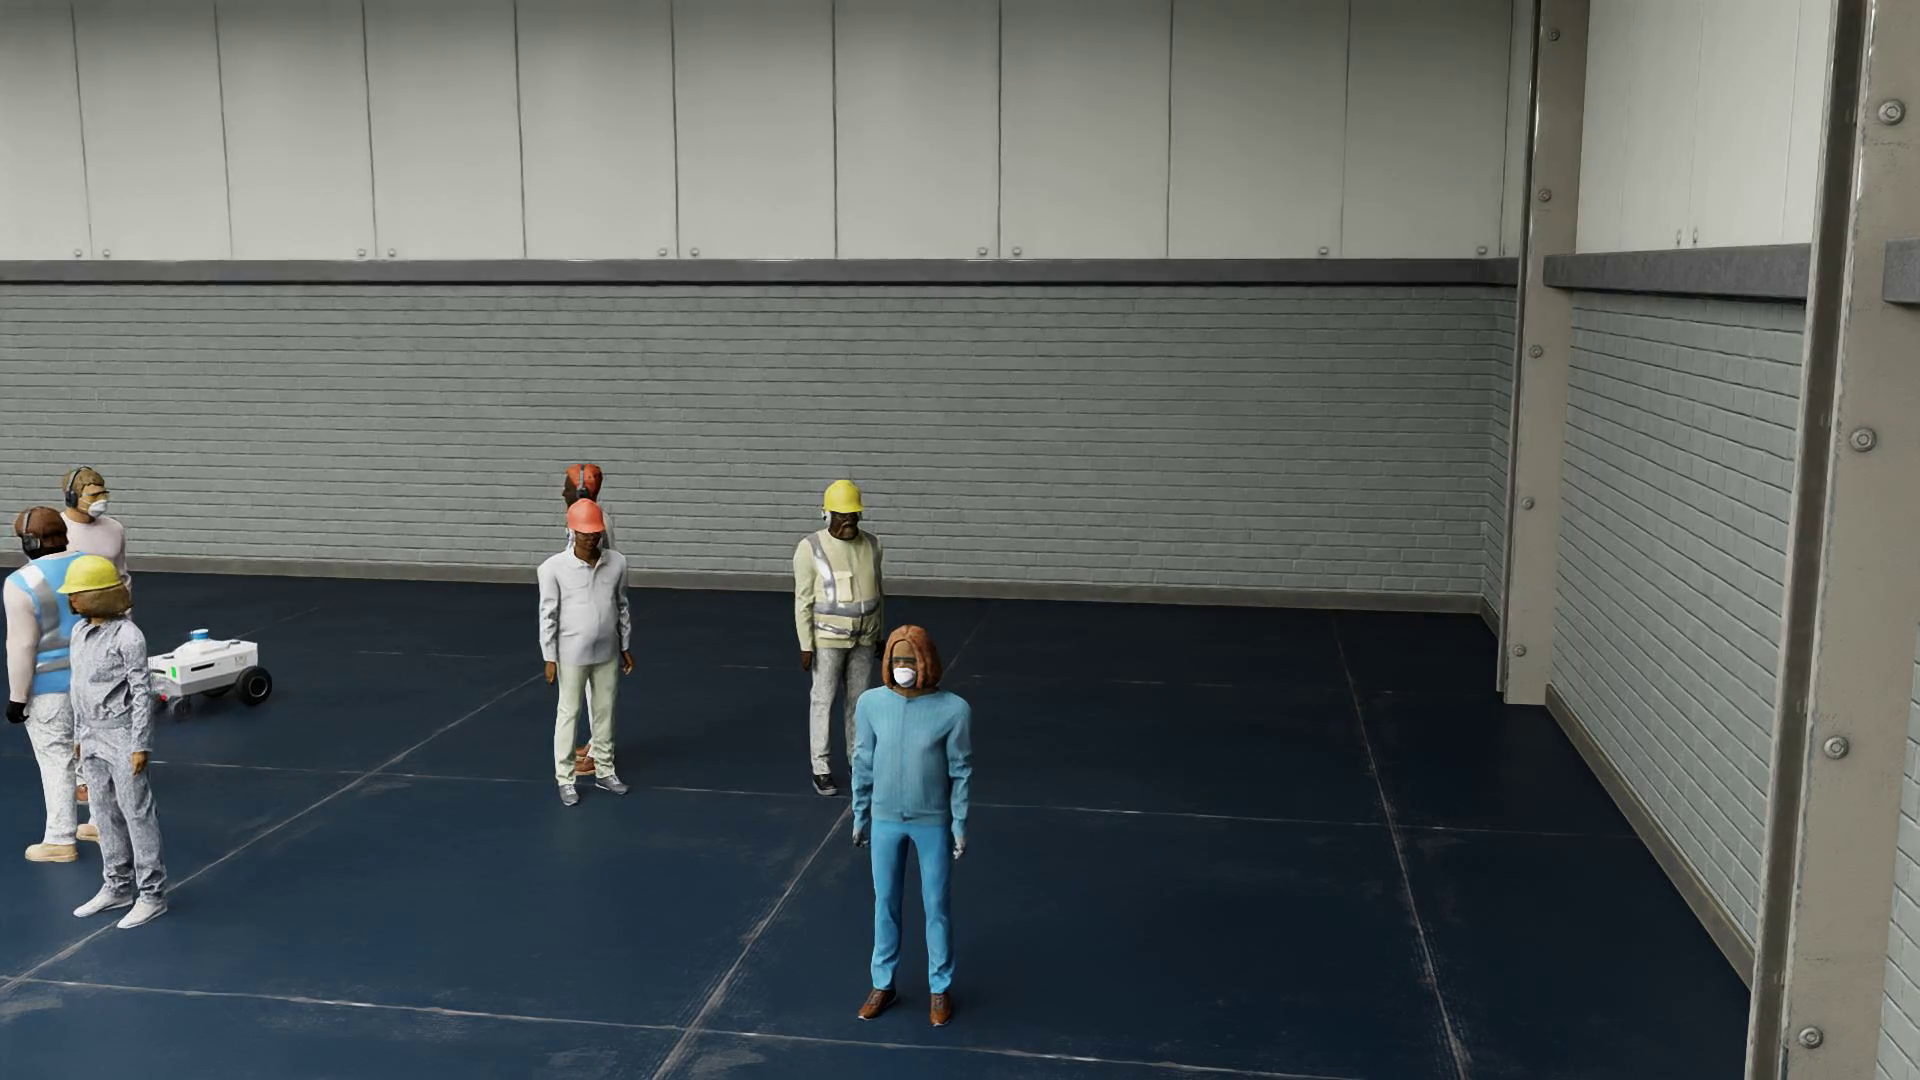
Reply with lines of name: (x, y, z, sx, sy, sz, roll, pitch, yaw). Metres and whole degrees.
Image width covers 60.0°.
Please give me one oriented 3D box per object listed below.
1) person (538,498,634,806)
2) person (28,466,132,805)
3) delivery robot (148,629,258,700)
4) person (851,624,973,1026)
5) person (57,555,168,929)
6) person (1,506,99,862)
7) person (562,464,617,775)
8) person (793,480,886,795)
person: (-2.116, 0.627, 9.515, 0.573, 1.749, 0.343, -8, 12, -39)
person: (-4.988, 0.538, 9.526, 0.375, 1.933, 0.625, 3, 10, 18)
delivery robot: (-5.220, 0.861, 11.467, 0.477, 0.478, 0.707, 5, 11, 29)
person: (-0.197, 1.142, 6.705, 0.500, 1.633, 0.281, 2, 9, 12)
person: (-3.942, 0.928, 7.695, 0.499, 1.742, 0.314, 5, 10, 29)
person: (-4.652, 0.736, 8.583, 0.429, 1.839, 0.621, 3, 10, 19)
person: (-2.242, 0.474, 10.059, 0.355, 1.882, 0.576, -1, 9, -7)
person: (-0.675, 0.557, 9.698, 0.600, 1.831, 0.404, -7, 11, -36)
